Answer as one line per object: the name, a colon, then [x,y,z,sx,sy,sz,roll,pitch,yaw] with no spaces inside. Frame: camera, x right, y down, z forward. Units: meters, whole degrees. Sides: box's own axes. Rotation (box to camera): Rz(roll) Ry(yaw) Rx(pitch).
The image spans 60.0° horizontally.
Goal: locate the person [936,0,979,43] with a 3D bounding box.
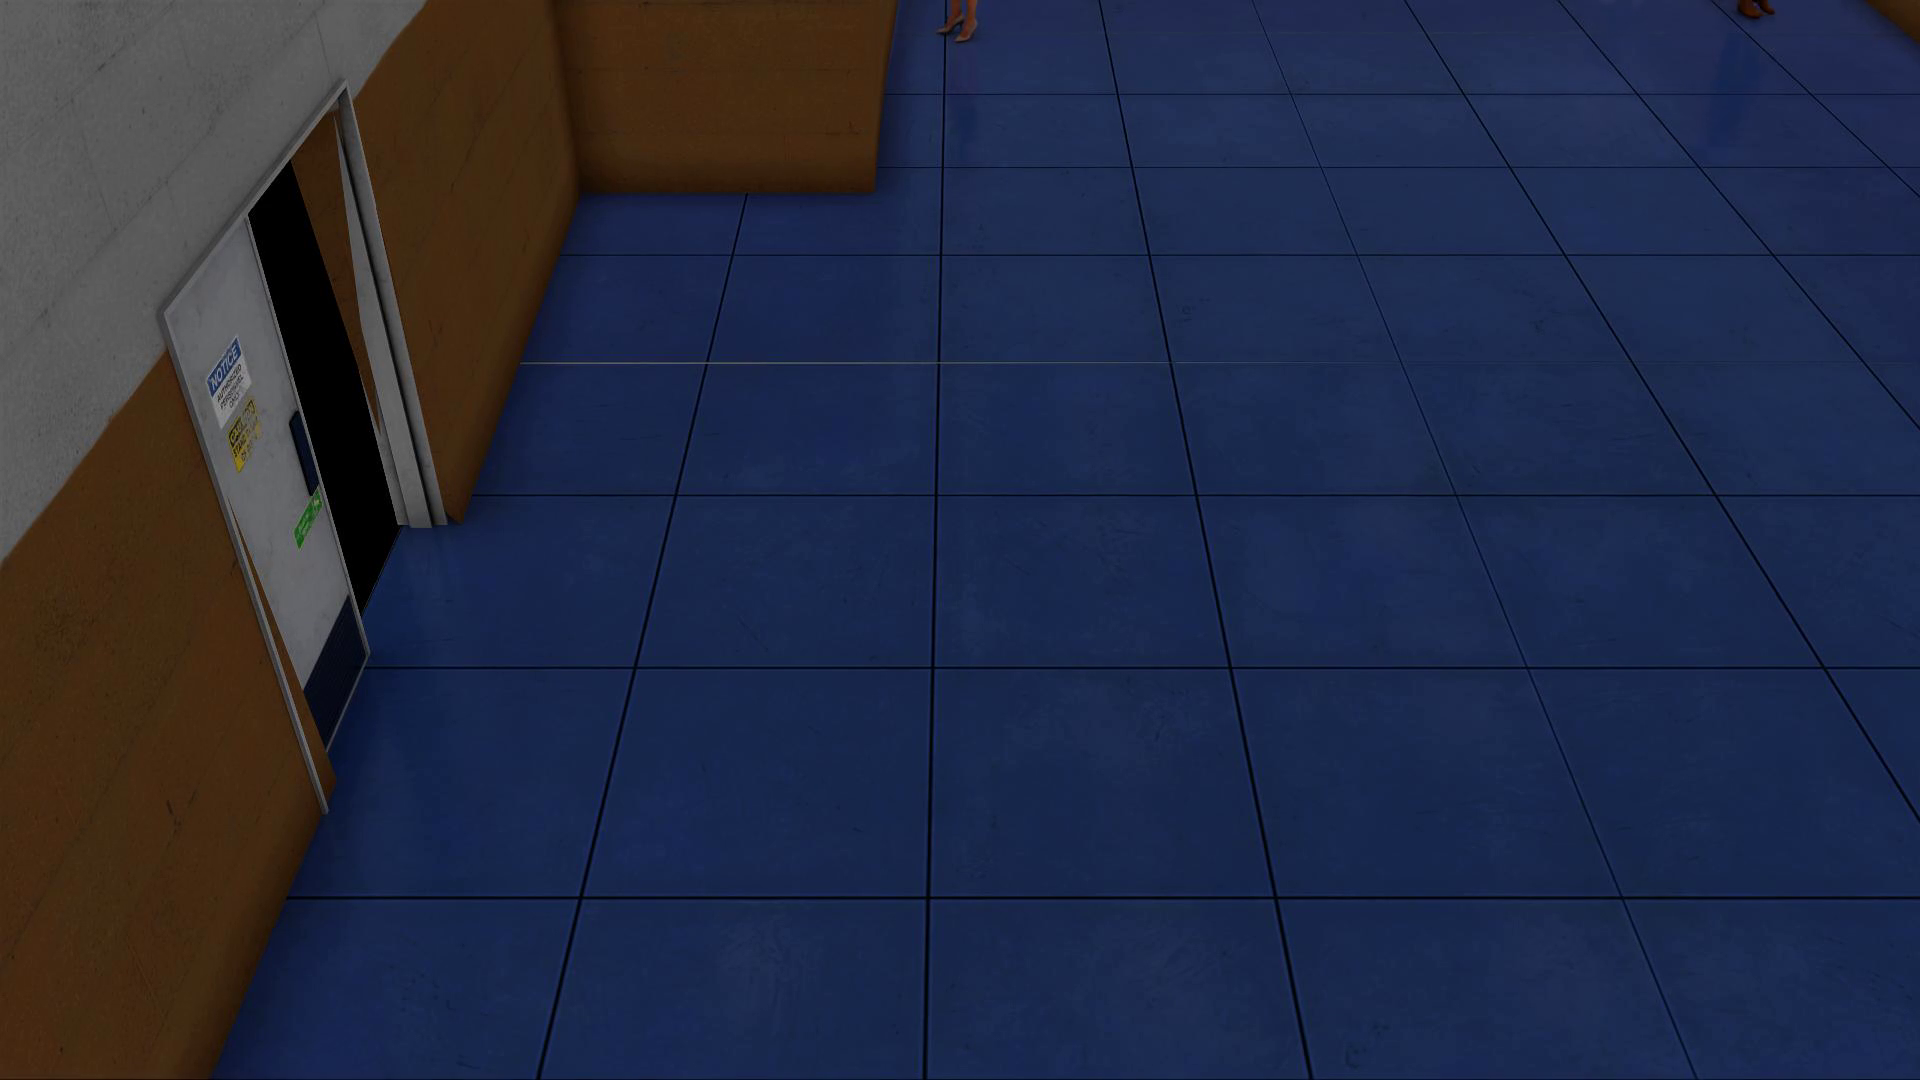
person: [-0.003,-4.872,13.242,0.729,1.754,0.718,-22,42,-27]
